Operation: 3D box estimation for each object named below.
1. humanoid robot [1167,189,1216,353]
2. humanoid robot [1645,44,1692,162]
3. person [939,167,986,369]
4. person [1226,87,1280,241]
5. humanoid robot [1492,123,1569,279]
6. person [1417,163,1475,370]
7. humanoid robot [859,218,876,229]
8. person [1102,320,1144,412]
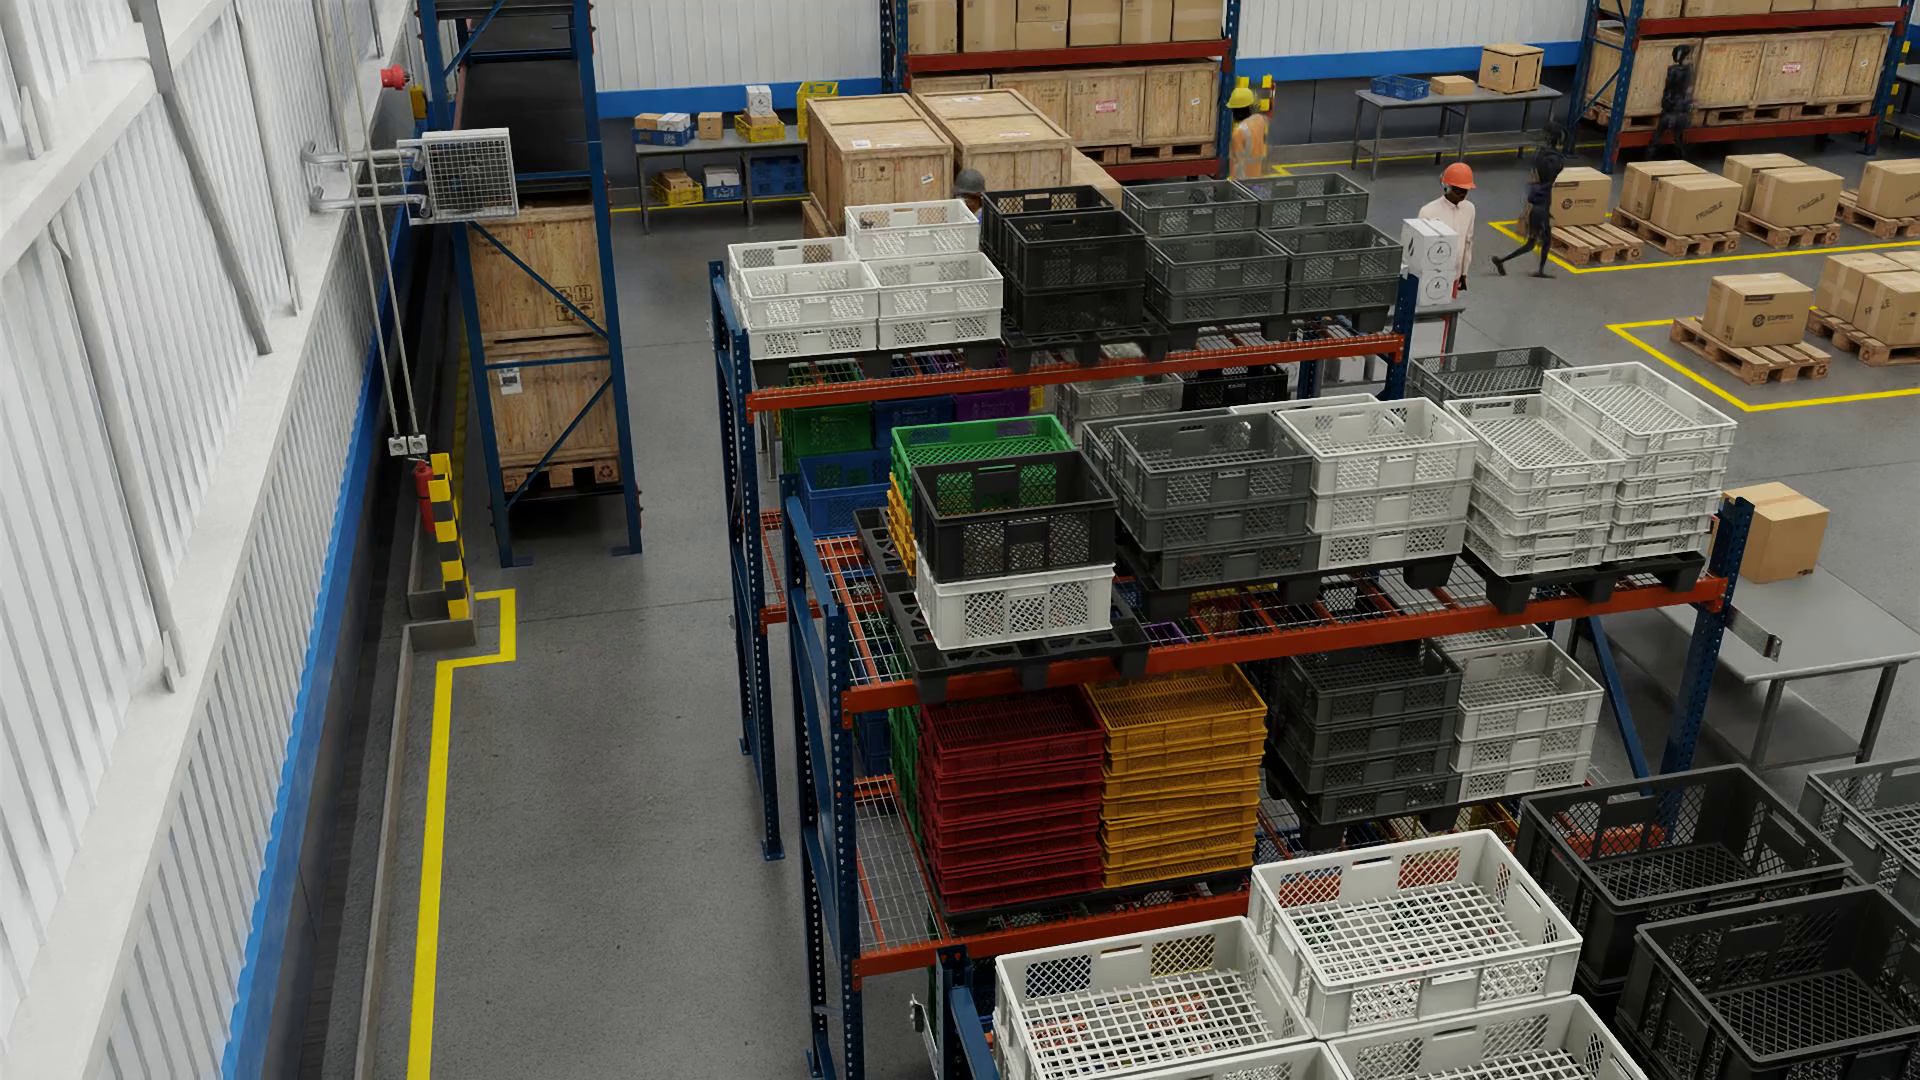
[{"bbox_3d":[2.082,-2.337,14.959,0.599,1.653,0.331,-9,29,-17],"label":"humanoid robot"},{"bbox_3d":[8.909,-5.315,20.685,0.764,1.649,0.591,-6,28,-12],"label":"humanoid robot"},{"bbox_3d":[0.045,-2.190,14.303,0.538,2.000,0.681,-19,33,-32],"label":"person"},{"bbox_3d":[3.071,-3.874,17.667,0.909,1.879,0.612,24,36,37],"label":"person"},{"bbox_3d":[5.956,-3.499,17.204,0.605,1.639,0.570,12,30,21],"label":"humanoid robot"},{"bbox_3d":[4.236,-2.343,14.653,0.615,1.986,0.395,-12,30,-21],"label":"person"},{"bbox_3d":[-0.817,-1.976,14.297,0.498,1.640,0.552,-14,31,-25],"label":"humanoid robot"},{"bbox_3d":[1.342,-1.442,13.235,0.533,1.708,0.946,-10,29,-18],"label":"person"}]
